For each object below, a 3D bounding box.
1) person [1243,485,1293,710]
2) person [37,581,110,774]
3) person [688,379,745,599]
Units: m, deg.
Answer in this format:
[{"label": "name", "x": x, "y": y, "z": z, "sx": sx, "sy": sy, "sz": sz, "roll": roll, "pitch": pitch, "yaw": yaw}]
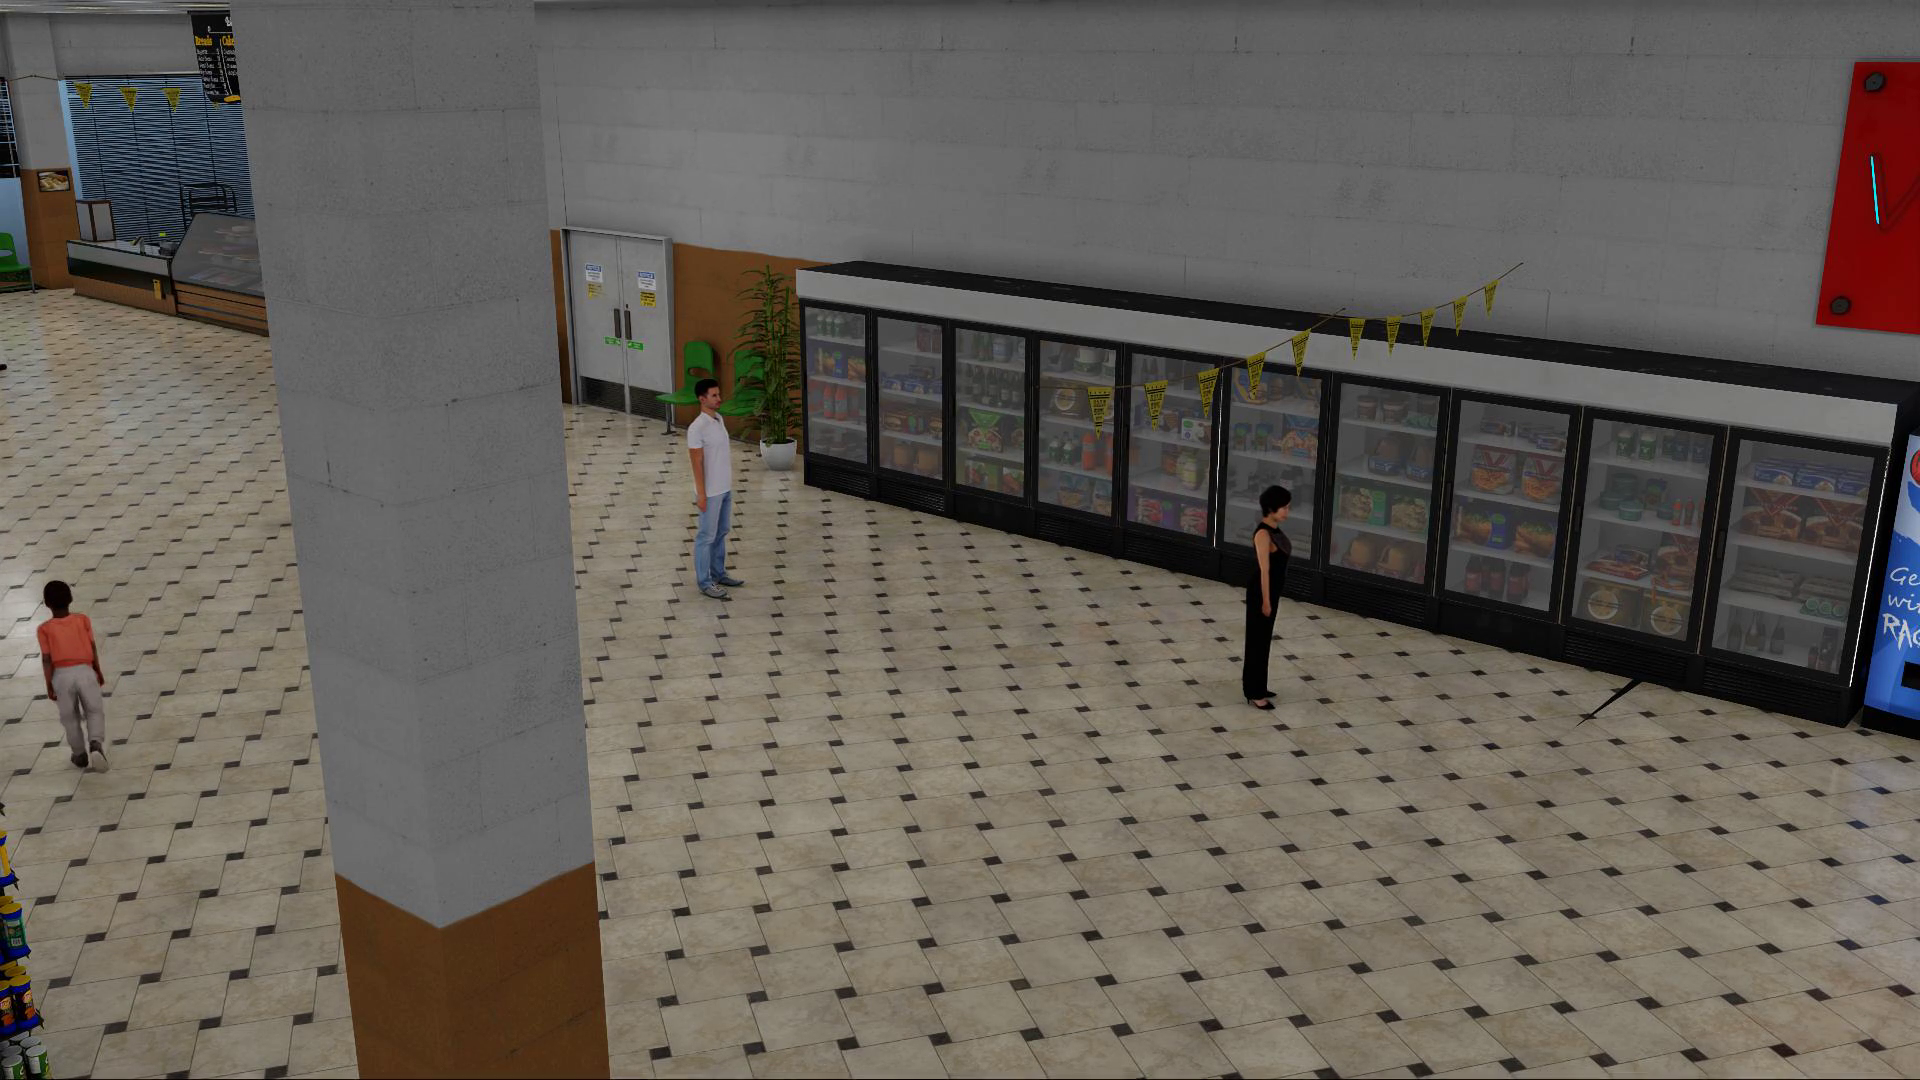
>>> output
[{"label": "person", "x": 2.156, "y": 0.391, "z": 11.809, "sx": 0.711, "sy": 1.606, "sz": 0.585, "roll": 4, "pitch": 17, "yaw": 14}, {"label": "person", "x": -5.672, "y": 0.898, "z": 10.672, "sx": 0.752, "sy": 1.296, "sz": 0.686, "roll": -10, "pitch": 20, "yaw": -31}, {"label": "person", "x": -2.105, "y": -0.459, "z": 14.165, "sx": 0.805, "sy": 1.864, "sz": 0.632, "roll": 6, "pitch": 18, "yaw": 18}]
